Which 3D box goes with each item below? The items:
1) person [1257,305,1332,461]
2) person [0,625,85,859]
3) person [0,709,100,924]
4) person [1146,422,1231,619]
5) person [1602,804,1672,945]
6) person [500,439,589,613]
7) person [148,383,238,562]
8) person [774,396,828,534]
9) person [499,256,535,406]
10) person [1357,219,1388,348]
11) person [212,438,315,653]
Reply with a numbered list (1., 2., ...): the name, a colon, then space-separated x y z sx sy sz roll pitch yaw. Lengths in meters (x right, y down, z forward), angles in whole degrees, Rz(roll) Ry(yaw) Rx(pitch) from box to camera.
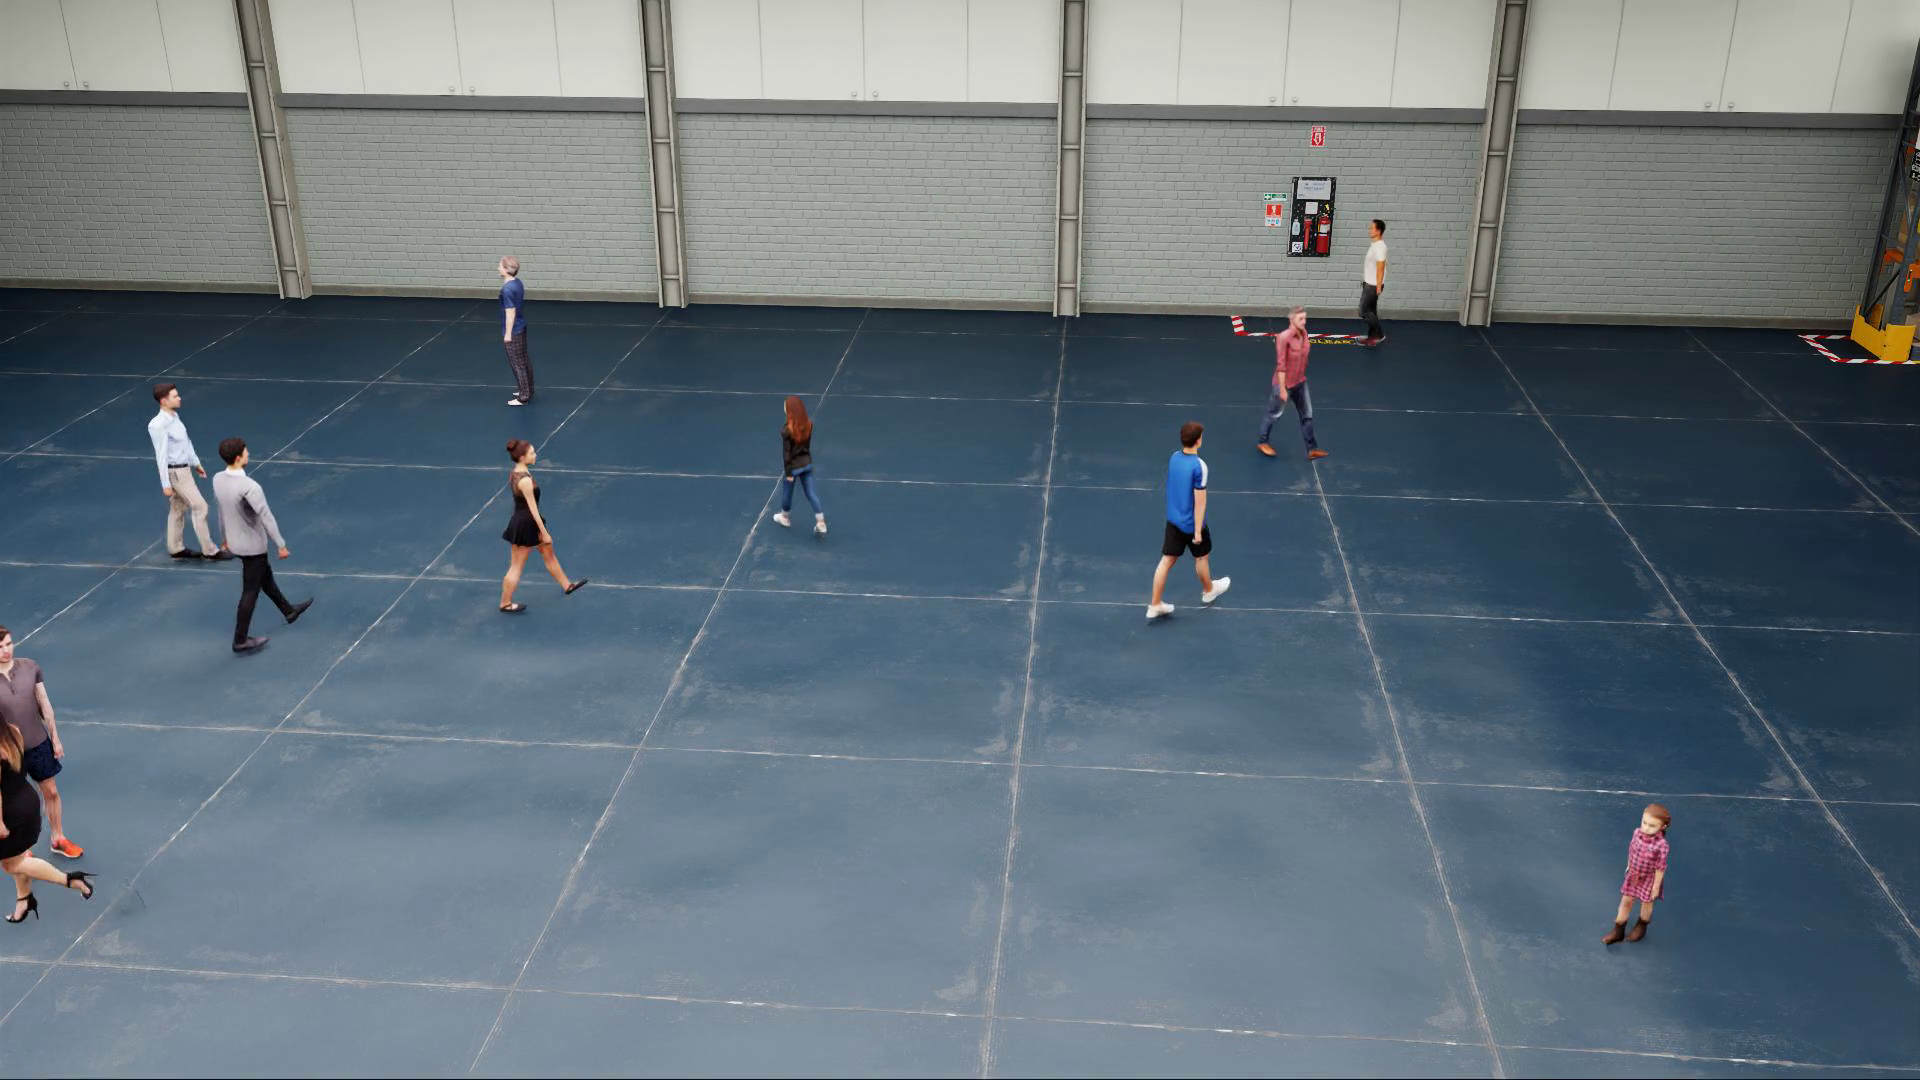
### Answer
1. person: 3.672 -1.794 18.922 1.196 1.790 1.237 -17 29 -35
2. person: -6.396 1.407 11.321 0.721 1.848 0.716 16 28 33
3. person: -6.028 1.751 10.703 0.942 1.700 0.787 -4 23 -10
4. person: 1.964 -0.141 14.999 1.282 1.820 1.214 -18 29 -36
5. person: 4.434 2.130 10.691 0.677 1.012 0.608 -16 28 -32
6. person: -4.025 -0.090 15.117 1.155 1.634 0.943 -11 25 -23
7. person: -7.677 -0.627 16.146 0.975 1.816 0.802 -5 24 -13
8. person: -1.583 -0.733 16.862 0.959 1.451 1.031 -19 30 -37
9. person: -5.559 -2.628 20.782 0.552 1.871 0.666 1 23 1
10. person: 5.818 -3.541 23.033 0.588 1.790 0.634 1 23 3
11. person: -6.232 0.079 14.417 1.254 1.870 1.197 16 28 32
